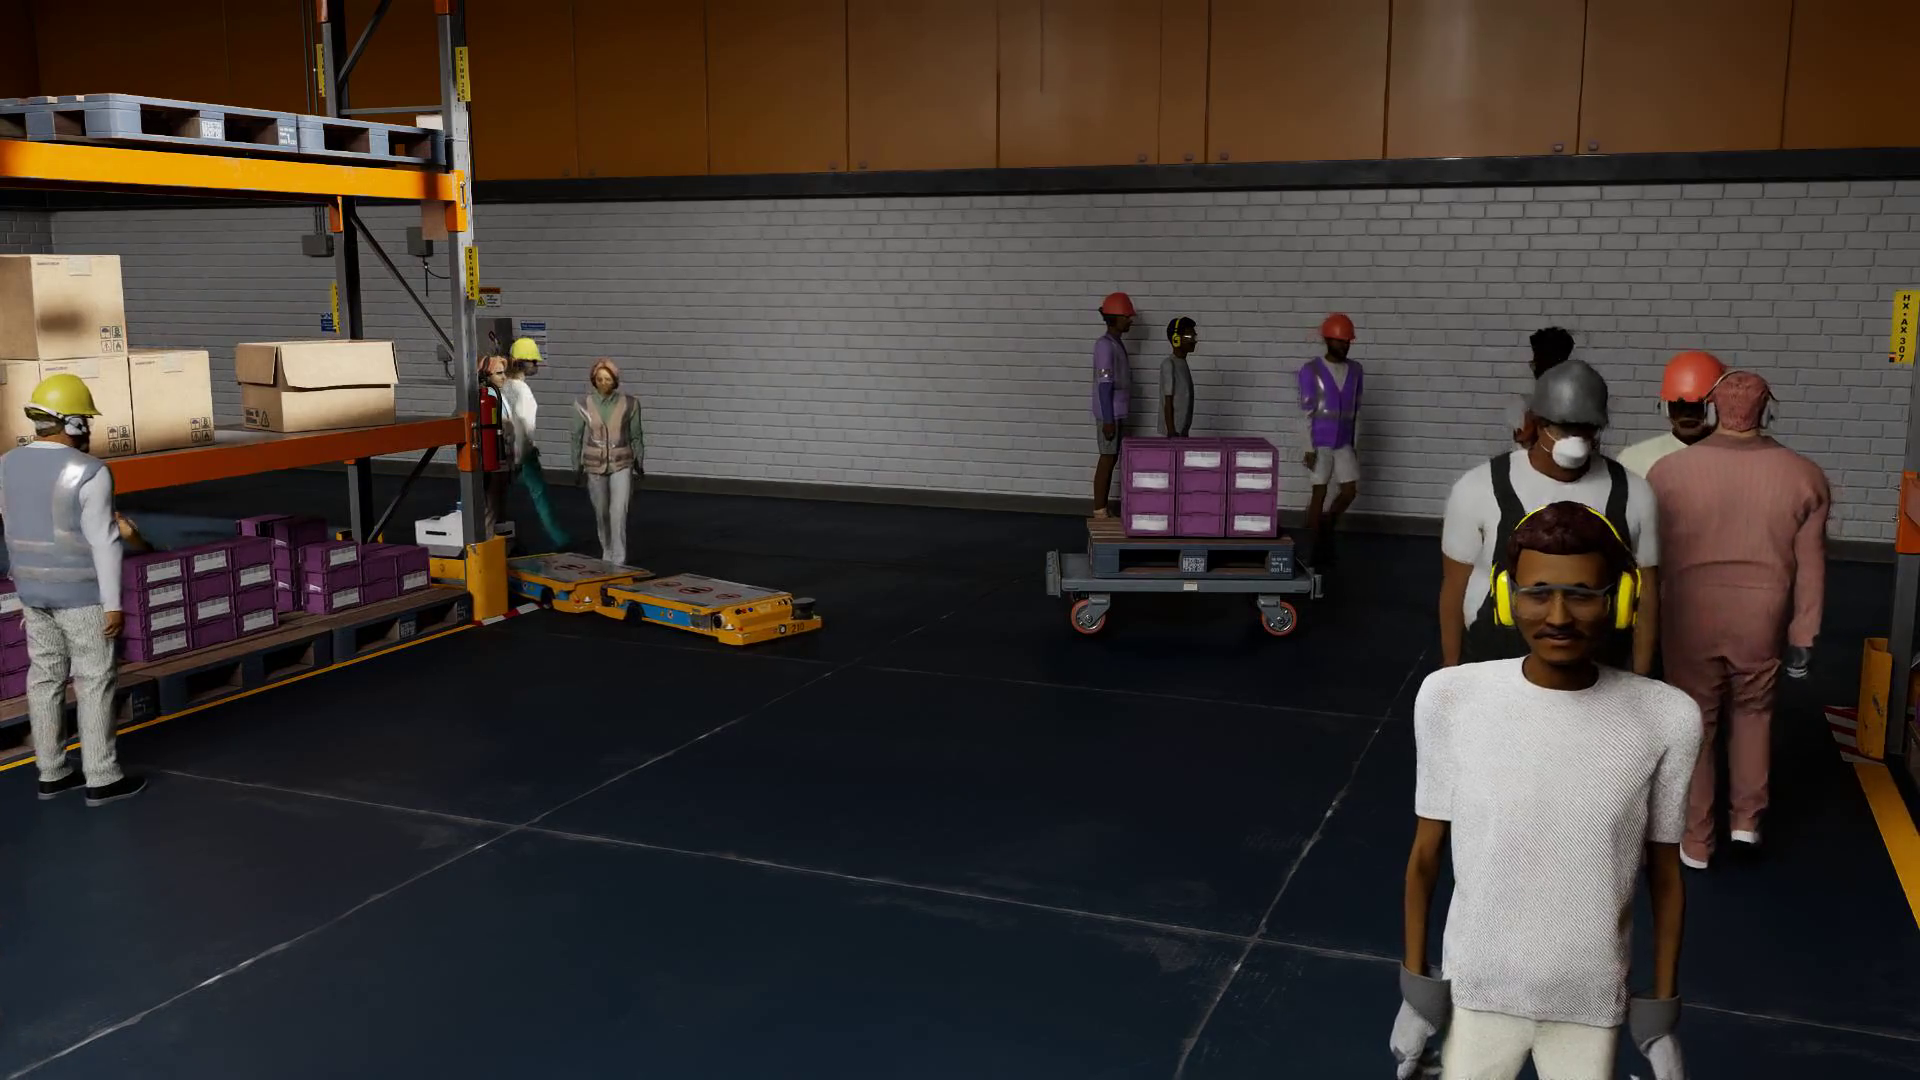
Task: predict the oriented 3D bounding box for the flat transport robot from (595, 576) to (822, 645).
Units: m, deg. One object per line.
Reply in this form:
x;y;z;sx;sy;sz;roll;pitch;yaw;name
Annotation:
-1.599;0.418;10.460;1.431;0.197;0.652;8;12;41;flat transport robot

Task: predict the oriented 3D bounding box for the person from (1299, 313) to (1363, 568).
2.789;-0.740;12.504;0.555;1.924;0.457;-3;10;-16;person

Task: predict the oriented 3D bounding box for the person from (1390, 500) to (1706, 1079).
1.050;0.850;3.008;0.520;1.873;0.335;3;10;16;person

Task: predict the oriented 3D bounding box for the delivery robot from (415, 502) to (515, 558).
-3.596;-0.037;12.074;0.707;0.478;0.477;4;10;22;delivery robot

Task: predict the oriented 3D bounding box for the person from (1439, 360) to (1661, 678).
1.963;0.349;5.524;0.681;2.000;1.040;1;9;4;person

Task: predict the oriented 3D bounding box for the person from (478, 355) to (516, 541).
-3.317;-0.490;11.825;0.307;1.639;0.525;1;9;4;person

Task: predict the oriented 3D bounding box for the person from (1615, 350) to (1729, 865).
2.864;0.224;6.537;0.616;1.963;0.906;4;10;24;person

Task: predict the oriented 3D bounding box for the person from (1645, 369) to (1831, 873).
2.863;0.305;6.271;0.648;1.890;0.505;2;10;13;person

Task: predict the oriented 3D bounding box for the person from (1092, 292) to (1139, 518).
1.323;-1.079;14.176;0.388;2.041;0.615;2;10;13;person

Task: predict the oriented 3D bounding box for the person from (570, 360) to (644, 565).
-2.603;-0.546;12.315;0.528;1.593;0.872;-1;9;-7;person

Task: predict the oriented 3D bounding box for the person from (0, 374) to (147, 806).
-3.759;0.213;7.026;0.599;1.823;0.403;3;10;17;person

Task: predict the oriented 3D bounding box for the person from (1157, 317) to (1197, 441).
1.720;-0.809;13.059;0.328;1.873;0.519;3;10;19;person

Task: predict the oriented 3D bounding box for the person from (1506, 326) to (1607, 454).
3.199;-0.204;9.187;0.606;1.929;0.871;-2;10;-10;person

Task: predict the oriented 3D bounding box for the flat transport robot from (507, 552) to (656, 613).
-2.712;0.269;11.359;0.652;0.197;1.431;-9;13;-44;flat transport robot

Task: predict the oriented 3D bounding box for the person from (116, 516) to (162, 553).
-6.128;-0.587;11.710;0.935;1.895;0.534;-4;10;-24;person

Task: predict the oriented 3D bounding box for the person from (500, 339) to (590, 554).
-3.372;-0.690;12.824;0.940;1.709;0.538;-7;12;-38;person
